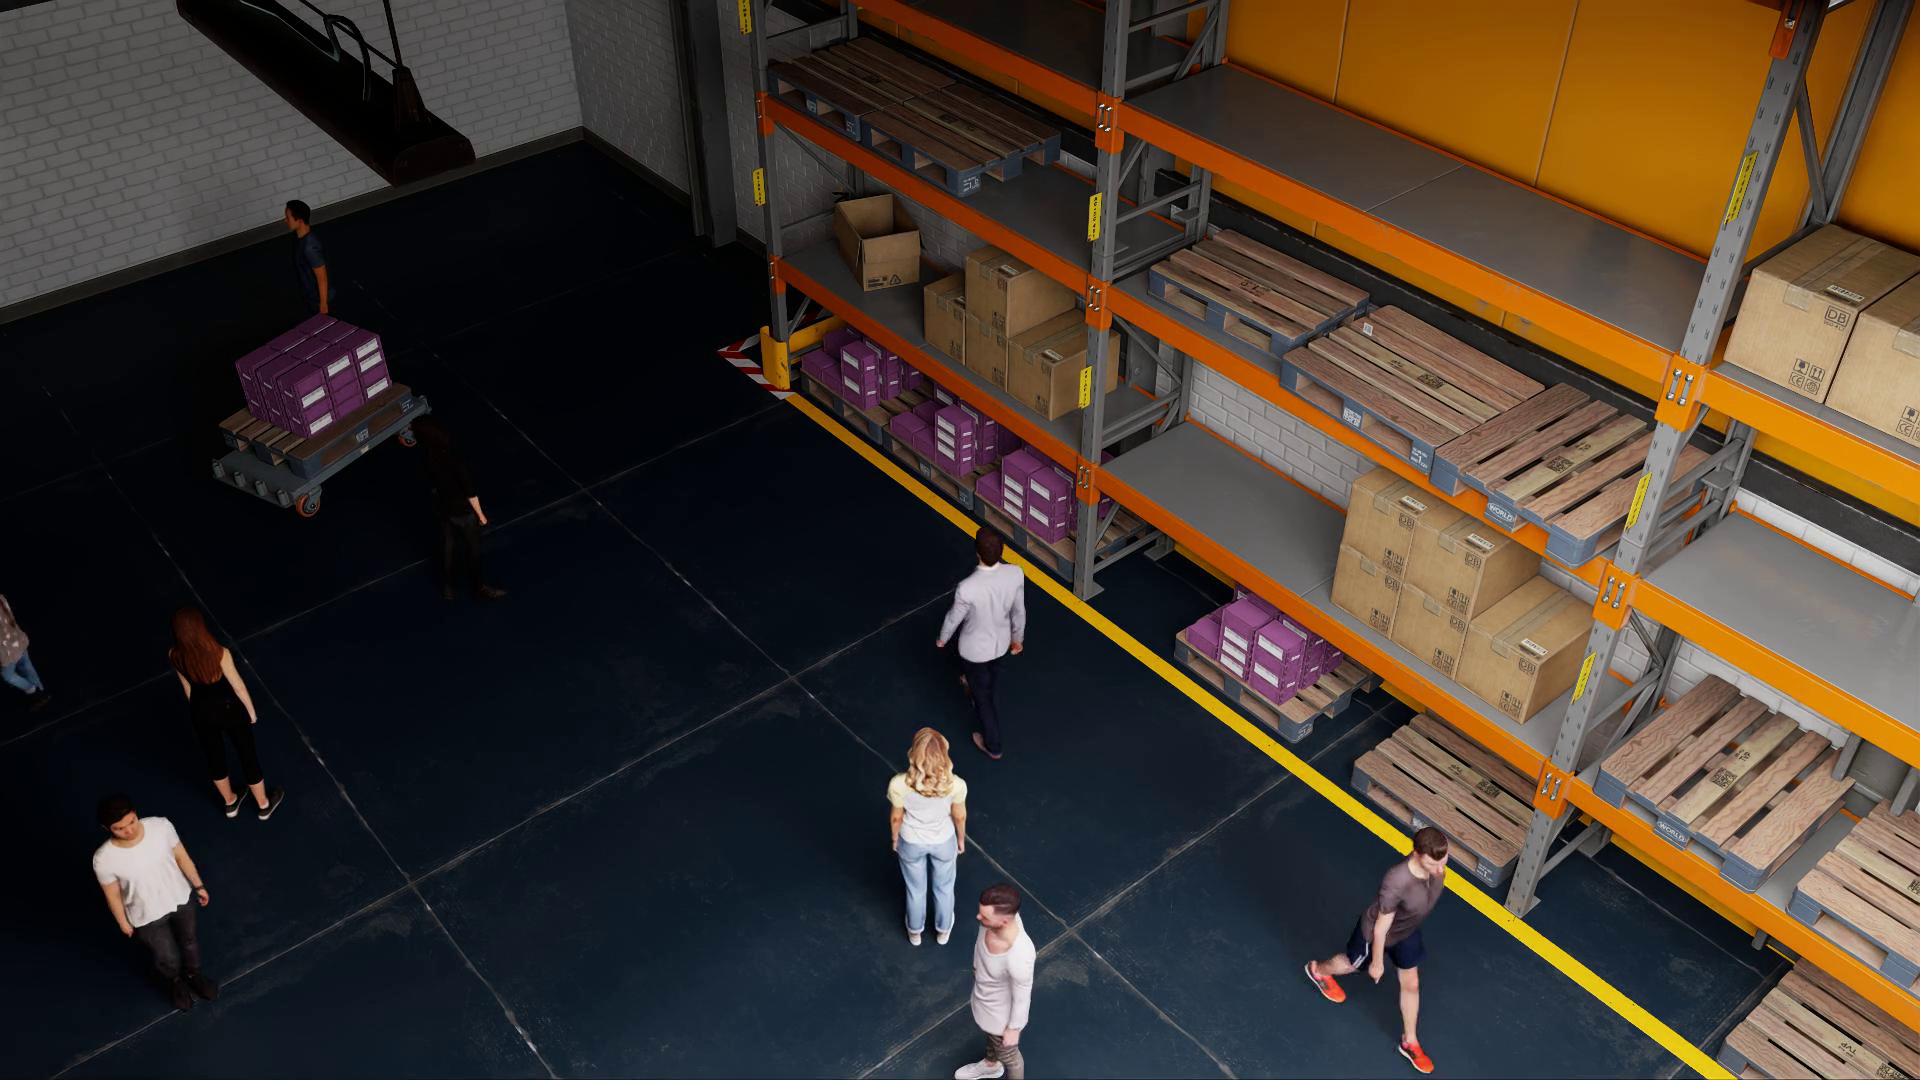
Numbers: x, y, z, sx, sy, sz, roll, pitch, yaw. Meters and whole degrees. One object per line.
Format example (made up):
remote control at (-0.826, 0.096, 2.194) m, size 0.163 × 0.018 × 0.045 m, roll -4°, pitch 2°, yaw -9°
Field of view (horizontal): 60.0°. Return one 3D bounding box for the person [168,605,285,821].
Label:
person at (-4.778, 1.118, 10.692) m, size 0.641 × 1.724 × 0.689 m, roll 0°, pitch 39°, yaw 0°

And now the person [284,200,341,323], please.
person at (-5.681, -2.187, 14.762) m, size 0.735 × 1.810 × 0.502 m, roll -23°, pitch 44°, yaw -26°

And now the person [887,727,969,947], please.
person at (-0.189, 1.781, 9.863) m, size 0.702 × 1.723 × 0.726 m, roll -3°, pitch 39°, yaw -4°

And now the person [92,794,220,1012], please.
person at (-4.645, 2.026, 9.566) m, size 0.639 × 1.711 × 0.673 m, roll 26°, pitch 46°, yaw 29°

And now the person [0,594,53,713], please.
person at (-6.595, 0.723, 11.613) m, size 0.650 × 1.191 × 0.573 m, roll -3°, pitch 39°, yaw -4°

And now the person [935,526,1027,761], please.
person at (0.202, 0.735, 11.091) m, size 0.746 × 1.824 × 1.024 m, roll -22°, pitch 44°, yaw -25°

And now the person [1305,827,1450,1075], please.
person at (2.349, 2.135, 9.354) m, size 0.787 × 1.806 × 1.226 m, roll -26°, pitch 45°, yaw -29°

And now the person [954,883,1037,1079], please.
person at (0.214, 2.449, 8.938) m, size 0.786 × 1.833 × 0.599 m, roll -16°, pitch 41°, yaw -19°

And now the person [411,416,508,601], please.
person at (-3.744, -0.198, 12.431) m, size 0.671 × 1.610 × 0.837 m, roll 29°, pitch 47°, yaw 32°
